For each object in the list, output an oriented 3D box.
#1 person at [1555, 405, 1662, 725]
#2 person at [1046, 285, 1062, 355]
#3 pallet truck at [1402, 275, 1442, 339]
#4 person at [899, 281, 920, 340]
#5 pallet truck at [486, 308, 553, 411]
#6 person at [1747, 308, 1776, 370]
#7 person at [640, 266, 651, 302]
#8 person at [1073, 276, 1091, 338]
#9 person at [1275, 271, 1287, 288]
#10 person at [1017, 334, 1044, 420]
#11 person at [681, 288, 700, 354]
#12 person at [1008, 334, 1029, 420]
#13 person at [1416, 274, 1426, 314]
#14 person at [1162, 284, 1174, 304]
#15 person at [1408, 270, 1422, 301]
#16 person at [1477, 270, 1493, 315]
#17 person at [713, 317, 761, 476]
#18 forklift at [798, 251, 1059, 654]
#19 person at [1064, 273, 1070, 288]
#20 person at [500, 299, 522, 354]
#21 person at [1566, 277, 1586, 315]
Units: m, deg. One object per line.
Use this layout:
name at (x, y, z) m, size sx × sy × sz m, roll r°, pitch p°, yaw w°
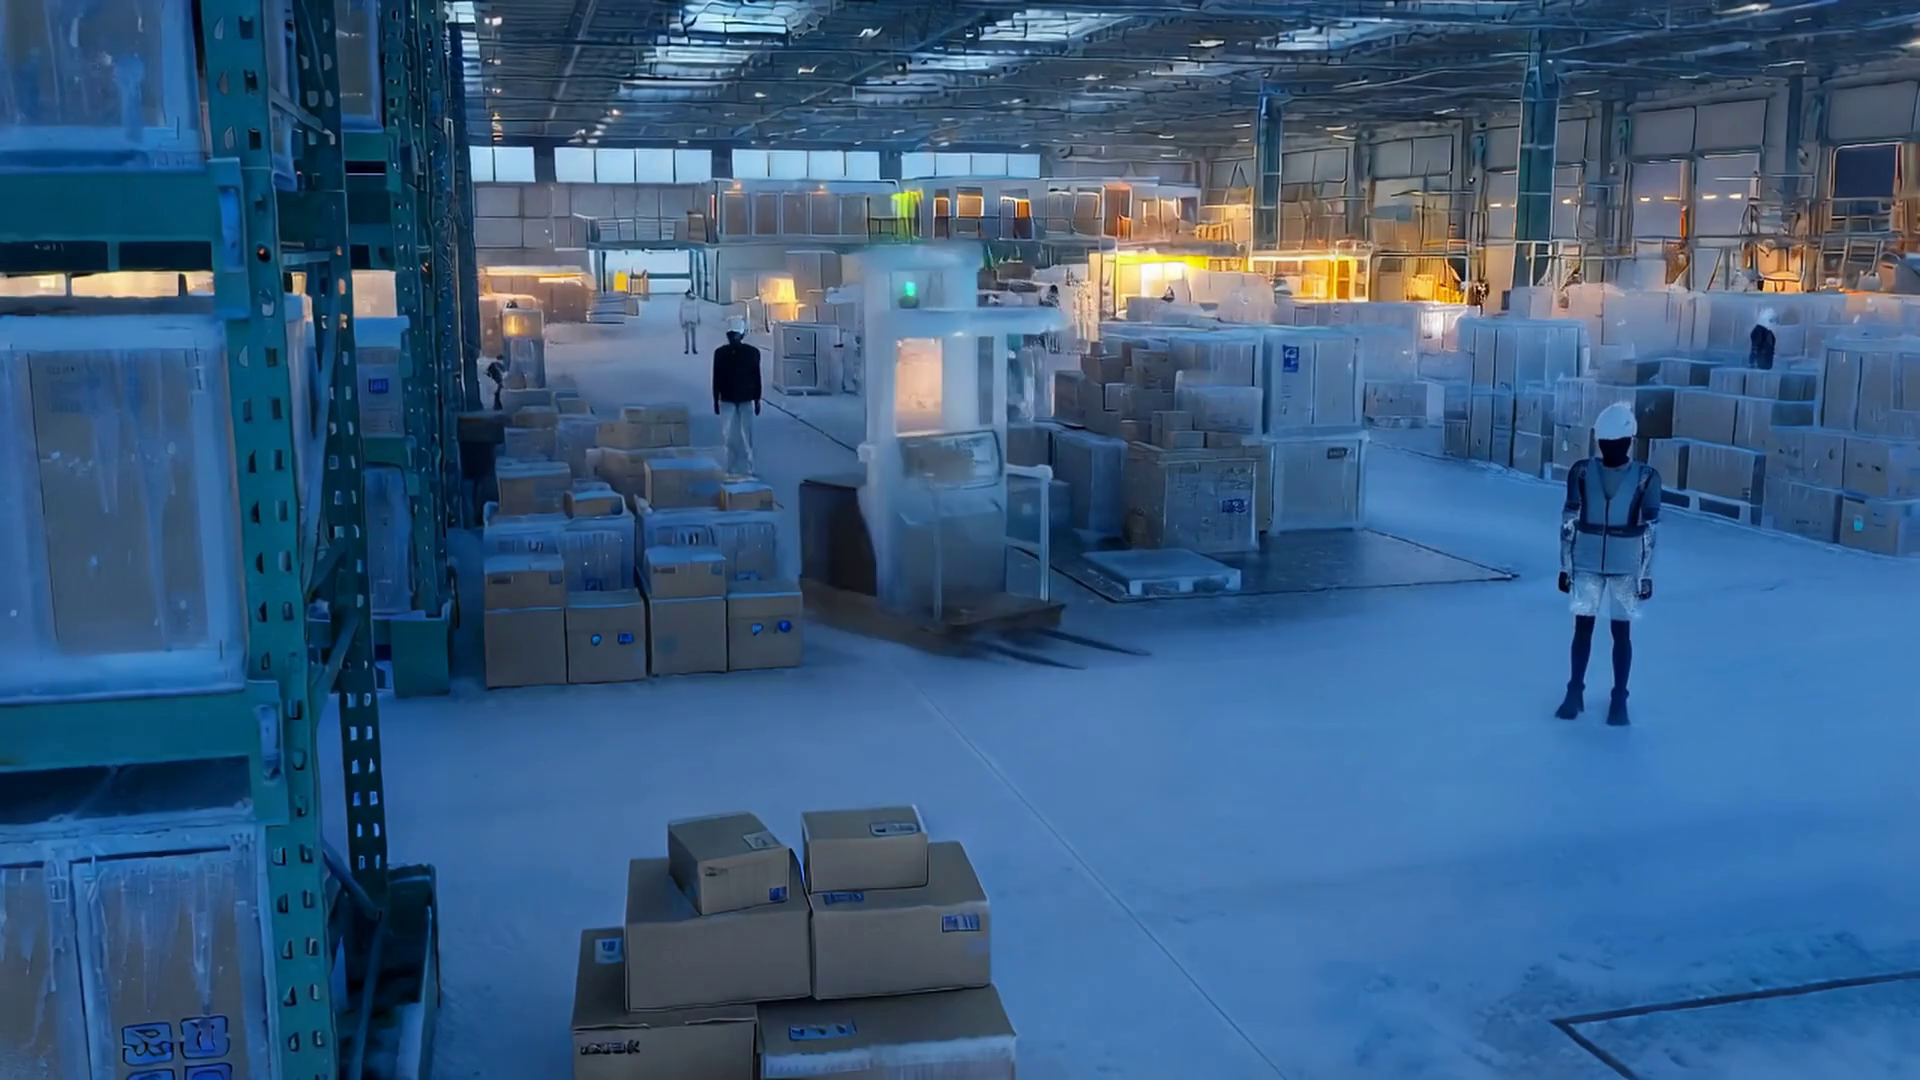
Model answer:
person at (3.882, 0.152, 9.989) m, size 0.553 × 1.933 × 0.370 m, roll 6°, pitch 12°, yaw 31°
person at (2.491, -5.831, 44.096) m, size 0.319 × 1.857 × 0.528 m, roll -9°, pitch 13°, yaw -42°
pallet truck at (14.620, -7.324, 52.145) m, size 0.823 × 1.965 × 1.885 m, roll 8°, pitch 13°, yaw 40°
person at (-1.363, -5.899, 44.209) m, size 0.627 × 1.951 × 0.725 m, roll -5°, pitch 11°, yaw -27°
pallet truck at (-6.242, -2.418, 24.362) m, size 0.823 × 1.965 × 1.885 m, roll 1°, pitch 10°, yaw 3°
person at (12.256, -2.578, 25.438) m, size 0.371 × 1.940 × 0.627 m, roll 9°, pitch 14°, yaw 42°
person at (-16.319, -13.275, 86.298) m, size 0.529 × 1.836 × 0.509 m, roll -1°, pitch 10°, yaw -5°
person at (3.819, -7.286, 52.130) m, size 0.542 × 1.927 × 0.374 m, roll -1°, pitch 10°, yaw -6°
person at (13.299, -10.228, 69.031) m, size 0.429 × 1.844 × 0.627 m, roll 9°, pitch 13°, yaw 42°
person at (0.890, -2.338, 24.082) m, size 0.637 × 1.936 × 0.355 m, roll 4°, pitch 11°, yaw 21°
person at (-7.209, -5.856, 44.487) m, size 0.533 × 1.767 × 0.312 m, roll -7°, pitch 12°, yaw -34°
person at (0.755, -1.790, 21.320) m, size 0.727 × 1.816 × 0.654 m, roll -3°, pitch 10°, yaw -15°
person at (17.932, -9.440, 64.677) m, size 0.532 × 1.805 × 1.033 m, roll -6°, pitch 12°, yaw -31°
person at (5.540, -5.731, 43.447) m, size 0.577 × 1.884 × 0.353 m, roll 6°, pitch 12°, yaw 31°
person at (20.072, -10.985, 73.369) m, size 0.627 × 1.830 × 0.432 m, roll 2°, pitch 10°, yaw 12°
person at (20.732, -9.688, 65.699) m, size 0.602 × 1.939 × 0.397 m, roll 8°, pitch 13°, yaw 38°
person at (-2.772, -1.763, 20.660) m, size 0.611 × 1.996 × 0.379 m, roll 1°, pitch 10°, yaw 4°
forklift at (-0.300, -0.745, 12.392) m, size 1.129 × 2.768 × 1.873 m, roll -8°, pitch 13°, yaw -39°
person at (4.282, -10.302, 69.269) m, size 0.592 × 1.912 × 0.386 m, roll 0°, pitch 10°, yaw -2°
person at (-10.485, -4.806, 38.887) m, size 0.519 × 1.645 × 0.307 m, roll -6°, pitch 12°, yaw -31°
person at (17.996, -6.679, 48.371) m, size 1.035 × 2.000 × 0.701 m, roll -3°, pitch 10°, yaw -16°
